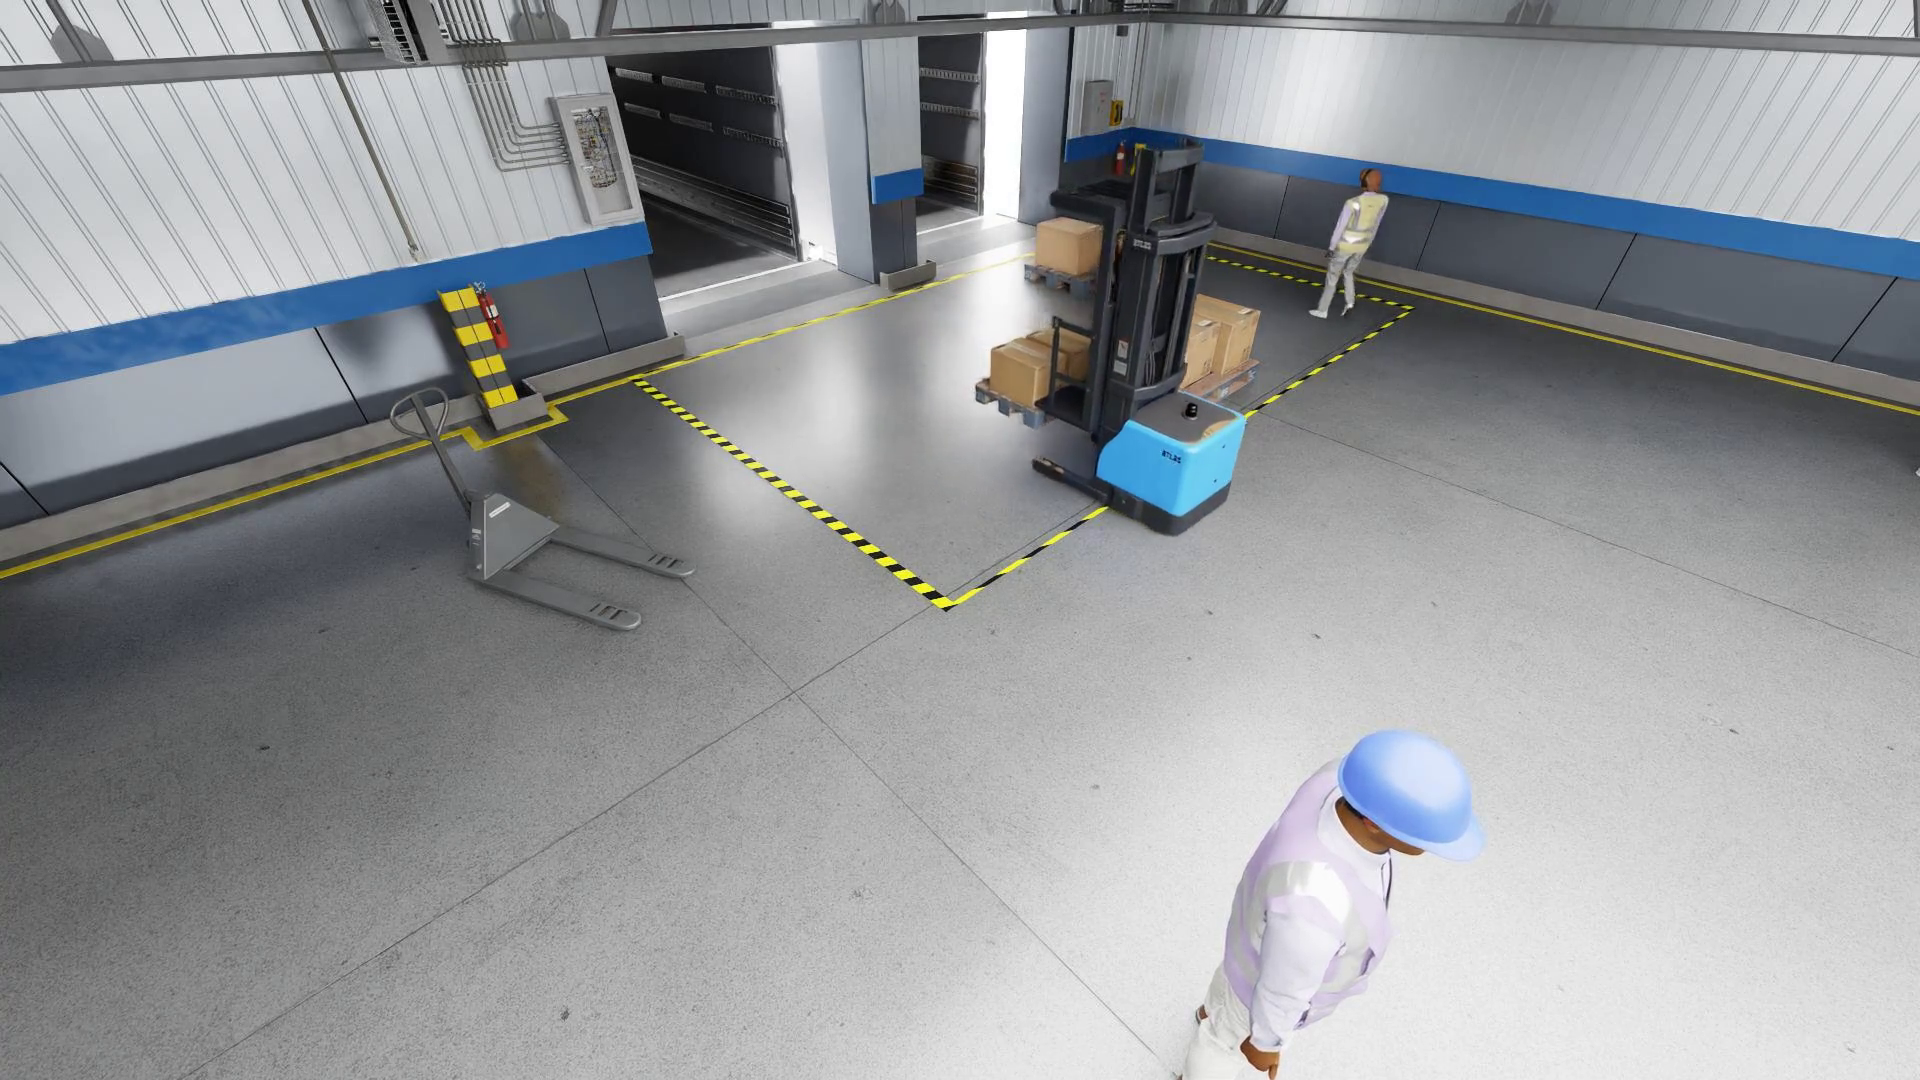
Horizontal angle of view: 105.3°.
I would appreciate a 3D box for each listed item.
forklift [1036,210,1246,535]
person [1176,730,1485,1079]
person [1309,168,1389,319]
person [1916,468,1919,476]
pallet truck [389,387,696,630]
[{"bbox_3d":[1.485,-1.121,5.068,0.716,2.013,0.776,-30,47,-33],"label":"forklift"},{"bbox_3d":[0.961,1.203,2.137,0.386,1.947,0.613,22,43,26],"label":"person"},{"bbox_3d":[4.340,-3.233,8.135,0.531,1.623,0.486,-7,38,-9],"label":"person"},{"bbox_3d":[7.923,-1.158,5.358,0.485,1.744,0.294,2,38,3],"label":"person"},{"bbox_3d":[-2.613,-0.247,4.593,1.601,1.201,0.680,14,40,17],"label":"pallet truck"}]
